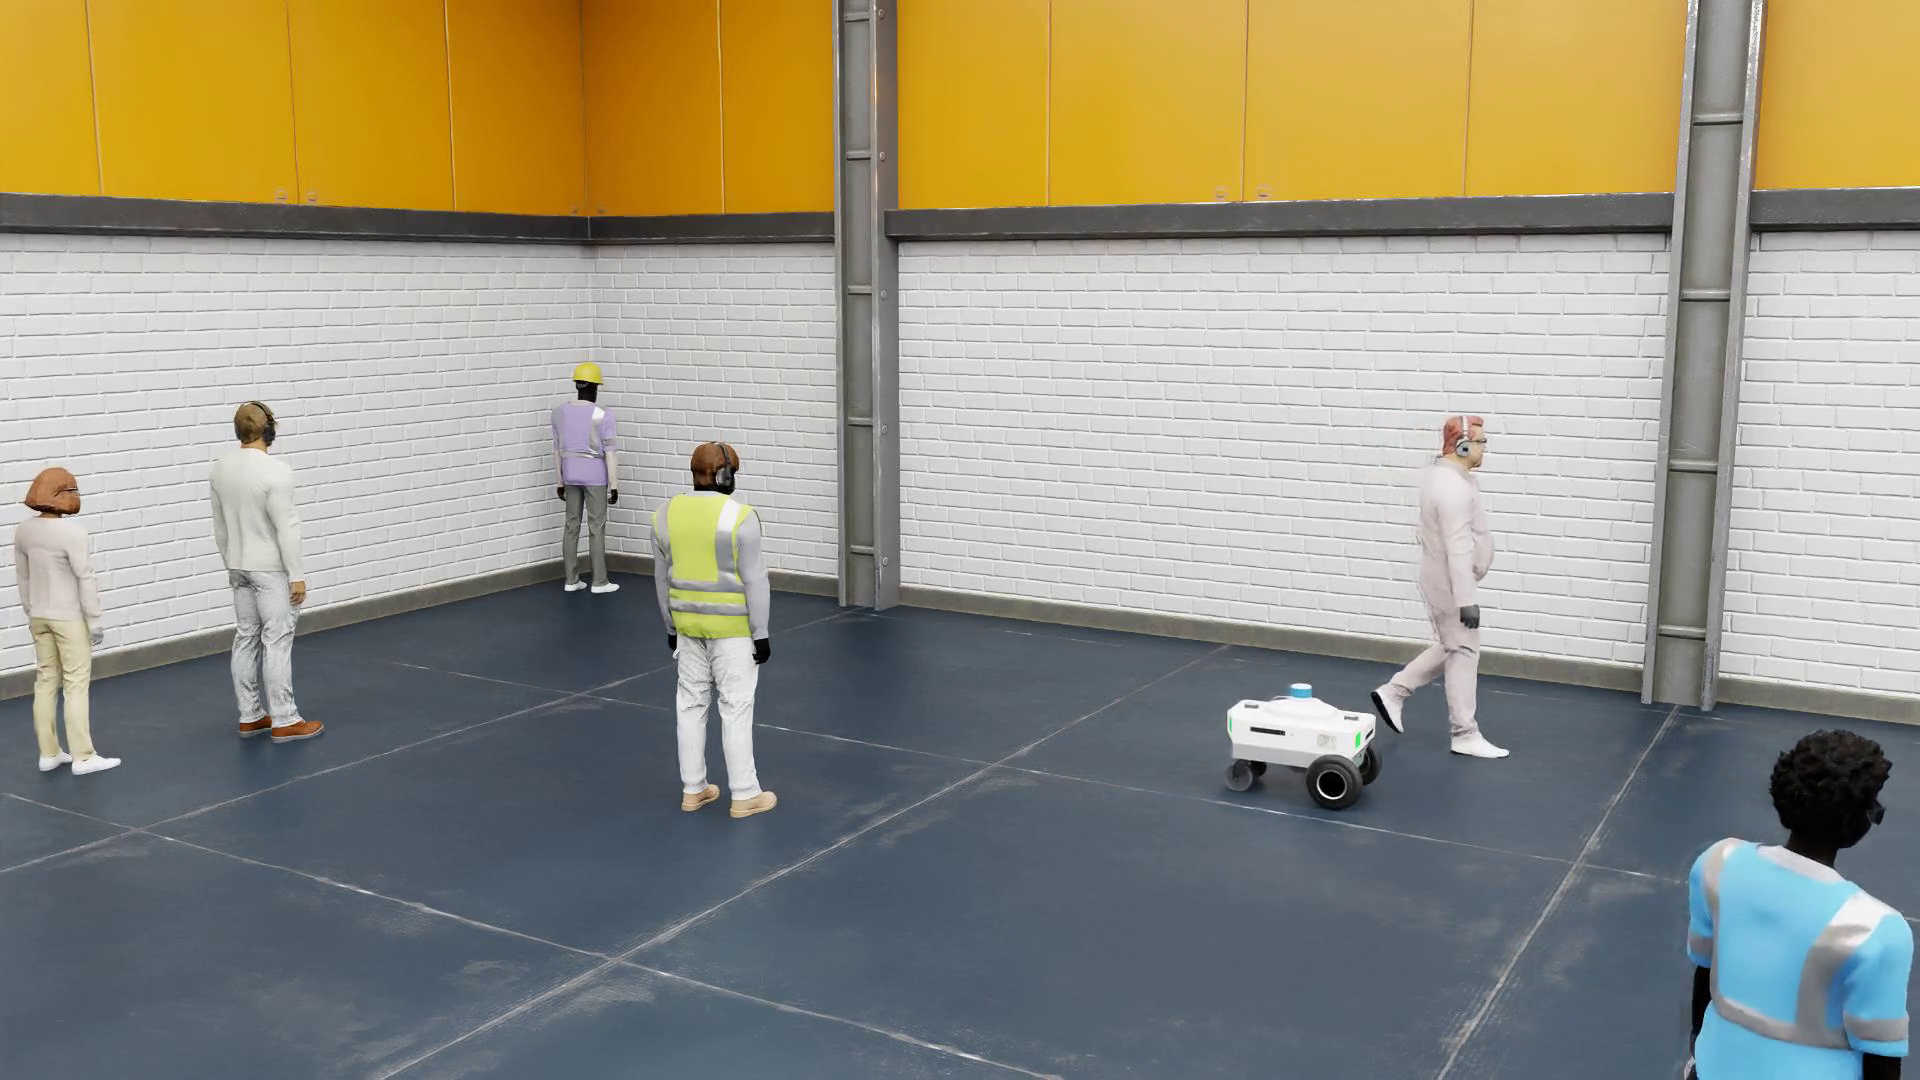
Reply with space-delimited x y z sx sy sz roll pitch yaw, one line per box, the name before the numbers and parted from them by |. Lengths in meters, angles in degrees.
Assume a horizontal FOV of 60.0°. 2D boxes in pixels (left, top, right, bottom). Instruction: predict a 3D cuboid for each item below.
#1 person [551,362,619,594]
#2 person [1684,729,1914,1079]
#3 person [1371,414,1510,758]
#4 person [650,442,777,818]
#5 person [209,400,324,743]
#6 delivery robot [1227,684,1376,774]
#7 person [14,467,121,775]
person | -3.085 -0.507 13.773 0.585 1.919 0.388 3 9 16
person | 1.818 1.230 3.656 0.399 1.677 0.547 -4 10 -24
person | 2.680 0.251 9.127 0.672 1.891 0.670 2 9 10
person | -1.184 0.437 8.137 0.621 1.837 0.429 4 10 25
person | -3.937 0.180 9.416 0.636 1.939 0.364 5 10 29
delivery robot | 1.730 0.976 8.463 0.707 0.478 0.477 4 10 26
person | -4.758 0.427 8.820 0.507 1.631 0.266 4 10 21
